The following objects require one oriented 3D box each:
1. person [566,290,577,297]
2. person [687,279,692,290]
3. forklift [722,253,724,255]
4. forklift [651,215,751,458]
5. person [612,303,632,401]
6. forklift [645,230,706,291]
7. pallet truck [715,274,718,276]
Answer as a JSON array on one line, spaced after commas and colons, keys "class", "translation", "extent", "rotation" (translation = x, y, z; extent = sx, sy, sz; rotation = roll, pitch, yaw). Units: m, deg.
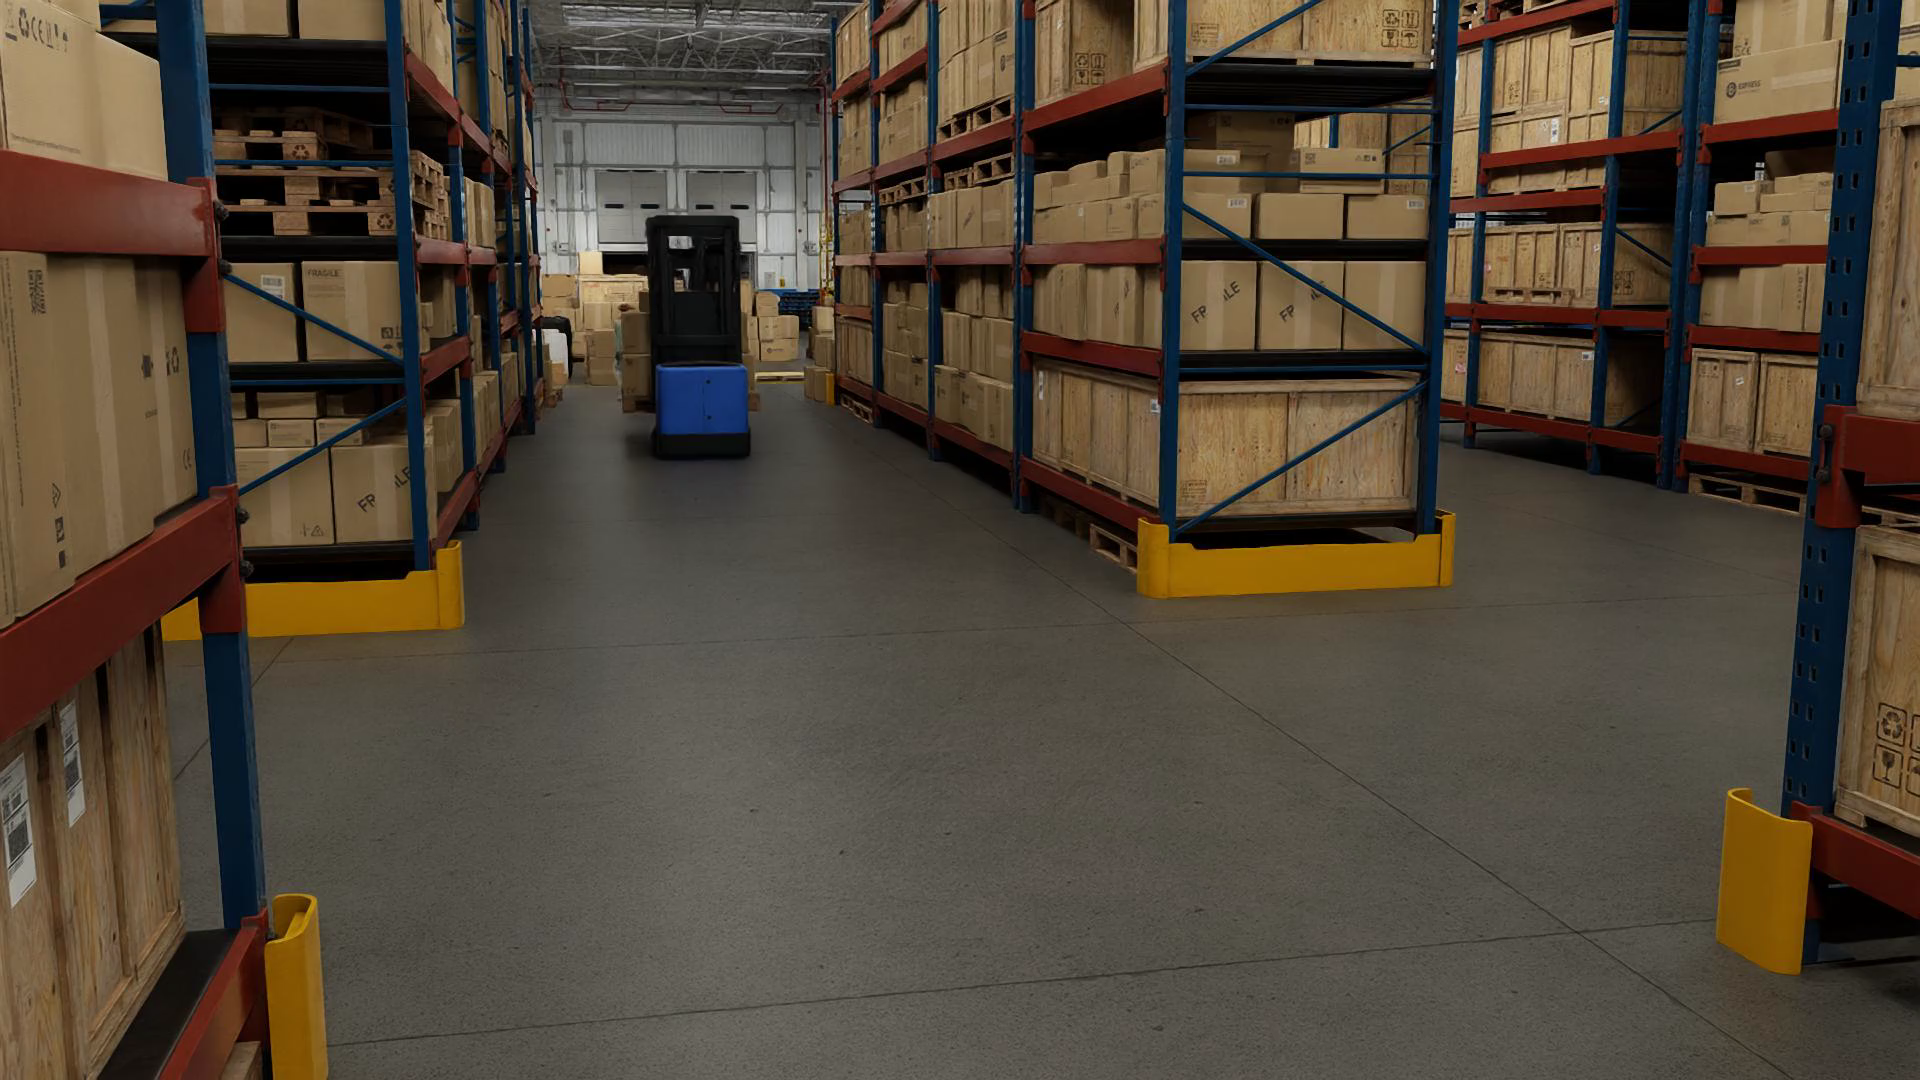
[{"class": "person", "translation": [-12.361, -7.386, 52.723], "extent": [0.396, 1.926, 0.555], "rotation": [2, 10, 12]}, {"class": "person", "translation": [-8.066, -6.997, 50.496], "extent": [0.700, 1.894, 0.638], "rotation": [-7, 12, -38]}, {"class": "forklift", "translation": [-6.670, -6.553, 44.766], "extent": [1.129, 2.768, 1.873], "rotation": [-4, 10, -21]}, {"class": "forklift", "translation": [-3.116, -2.448, 19.743], "extent": [1.129, 2.768, 1.873], "rotation": [-2, 10, -12]}, {"class": "person", "translation": [-5.498, -3.078, 27.385], "extent": [0.434, 1.620, 0.547], "rotation": [8, 12, 39]}, {"class": "forklift", "translation": [-4.610, -3.658, 27.121], "extent": [1.129, 2.768, 1.873], "rotation": [1, 9, 4]}, {"class": "pallet truck", "translation": [-8.580, -8.986, 62.280], "extent": [1.885, 1.965, 0.823], "rotation": [1, 9, 5]}]
